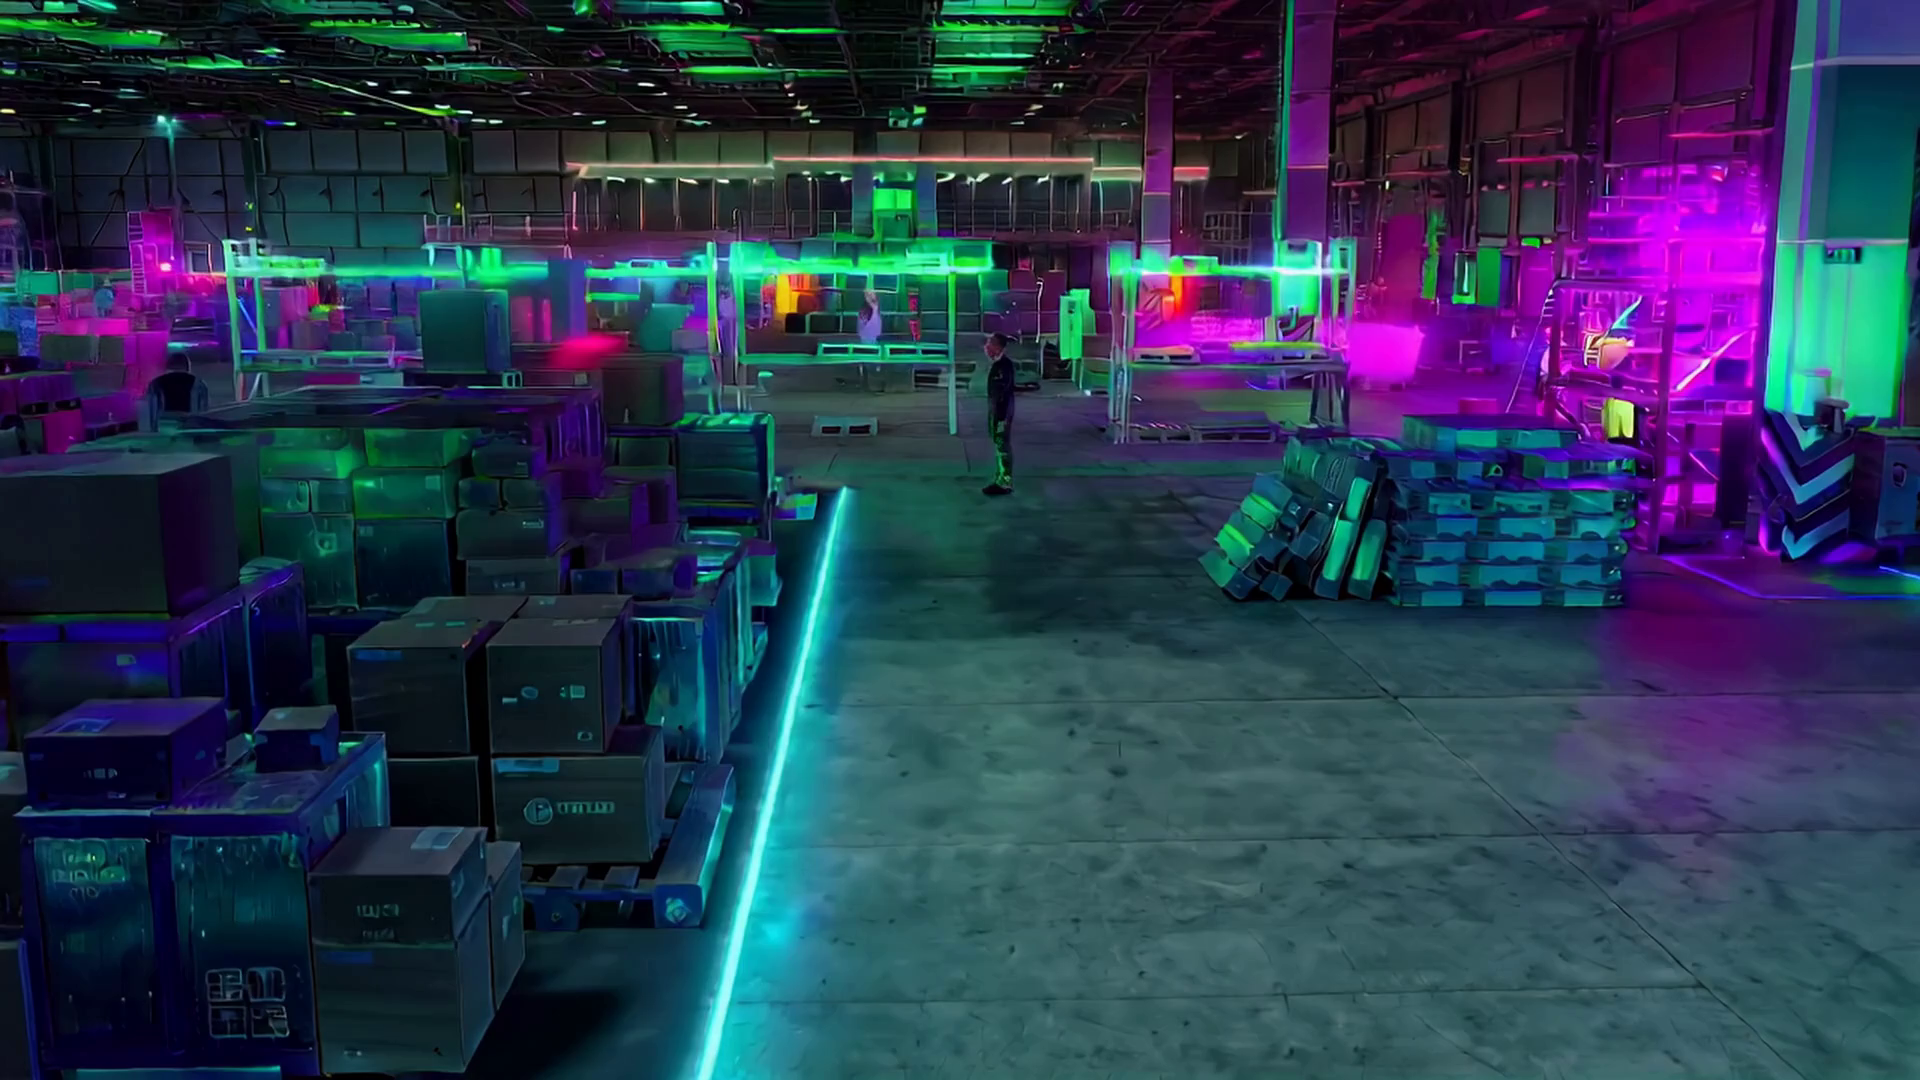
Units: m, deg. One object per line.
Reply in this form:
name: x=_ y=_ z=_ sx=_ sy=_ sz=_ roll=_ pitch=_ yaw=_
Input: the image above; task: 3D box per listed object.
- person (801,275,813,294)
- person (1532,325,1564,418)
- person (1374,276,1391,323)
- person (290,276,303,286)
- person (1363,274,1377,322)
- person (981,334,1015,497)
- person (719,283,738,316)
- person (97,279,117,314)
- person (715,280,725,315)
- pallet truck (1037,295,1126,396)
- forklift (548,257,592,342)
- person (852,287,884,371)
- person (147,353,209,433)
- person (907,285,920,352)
person: x=-5.193 y=-8.030 z=56.397 sx=0.377 sy=1.917 sz=0.600 roll=4 pitch=11 yaw=23
person: x=8.035 y=-1.988 z=22.721 sx=0.384 sy=1.923 sz=0.590 roll=9 pitch=13 yaw=41
person: x=13.730 y=-7.612 z=54.023 sx=0.442 sy=1.930 sz=0.643 roll=-4 pitch=11 yaw=-21
person: x=-25.682 y=-9.376 z=64.427 sx=0.492 sy=1.721 sz=0.616 roll=-1 pitch=10 yaw=-4
person: x=13.961 y=-8.047 z=56.398 sx=0.619 sy=1.956 sz=0.753 roll=-6 pitch=12 yaw=-32
person: x=0.471 y=-1.491 z=19.912 sx=0.372 sy=1.940 sz=0.630 roll=-2 pitch=10 yaw=-11
person: x=-6.363 y=-6.111 z=45.757 sx=0.552 sy=1.908 sz=0.867 roll=-4 pitch=11 yaw=-21
person: x=-27.779 y=-7.594 z=54.298 sx=0.609 sy=1.801 sz=0.821 roll=-2 pitch=10 yaw=-12
person: x=-7.481 y=-7.241 z=52.233 sx=0.991 sy=1.828 sz=0.605 roll=6 pitch=12 yaw=28
pallet truck: x=2.483 y=-3.881 z=33.060 sx=1.885 sy=1.965 sz=0.823 roll=-7 pitch=13 yaw=-36
forklift: x=-4.959 y=-2.212 z=21.306 sx=1.873 sy=2.768 sz=1.129 roll=0 pitch=10 yaw=-2
person: x=-2.133 y=-4.944 z=38.861 sx=1.015 sy=2.000 sz=0.688 roll=9 pitch=13 yaw=41
person: x=-8.749 y=-1.196 z=18.675 sx=0.646 sy=1.791 sz=0.961 roll=-4 pitch=11 yaw=-21
person: x=-1.253 y=-5.836 z=44.272 sx=0.356 sy=1.882 sz=0.574 roll=-3 pitch=11 yaw=-17
